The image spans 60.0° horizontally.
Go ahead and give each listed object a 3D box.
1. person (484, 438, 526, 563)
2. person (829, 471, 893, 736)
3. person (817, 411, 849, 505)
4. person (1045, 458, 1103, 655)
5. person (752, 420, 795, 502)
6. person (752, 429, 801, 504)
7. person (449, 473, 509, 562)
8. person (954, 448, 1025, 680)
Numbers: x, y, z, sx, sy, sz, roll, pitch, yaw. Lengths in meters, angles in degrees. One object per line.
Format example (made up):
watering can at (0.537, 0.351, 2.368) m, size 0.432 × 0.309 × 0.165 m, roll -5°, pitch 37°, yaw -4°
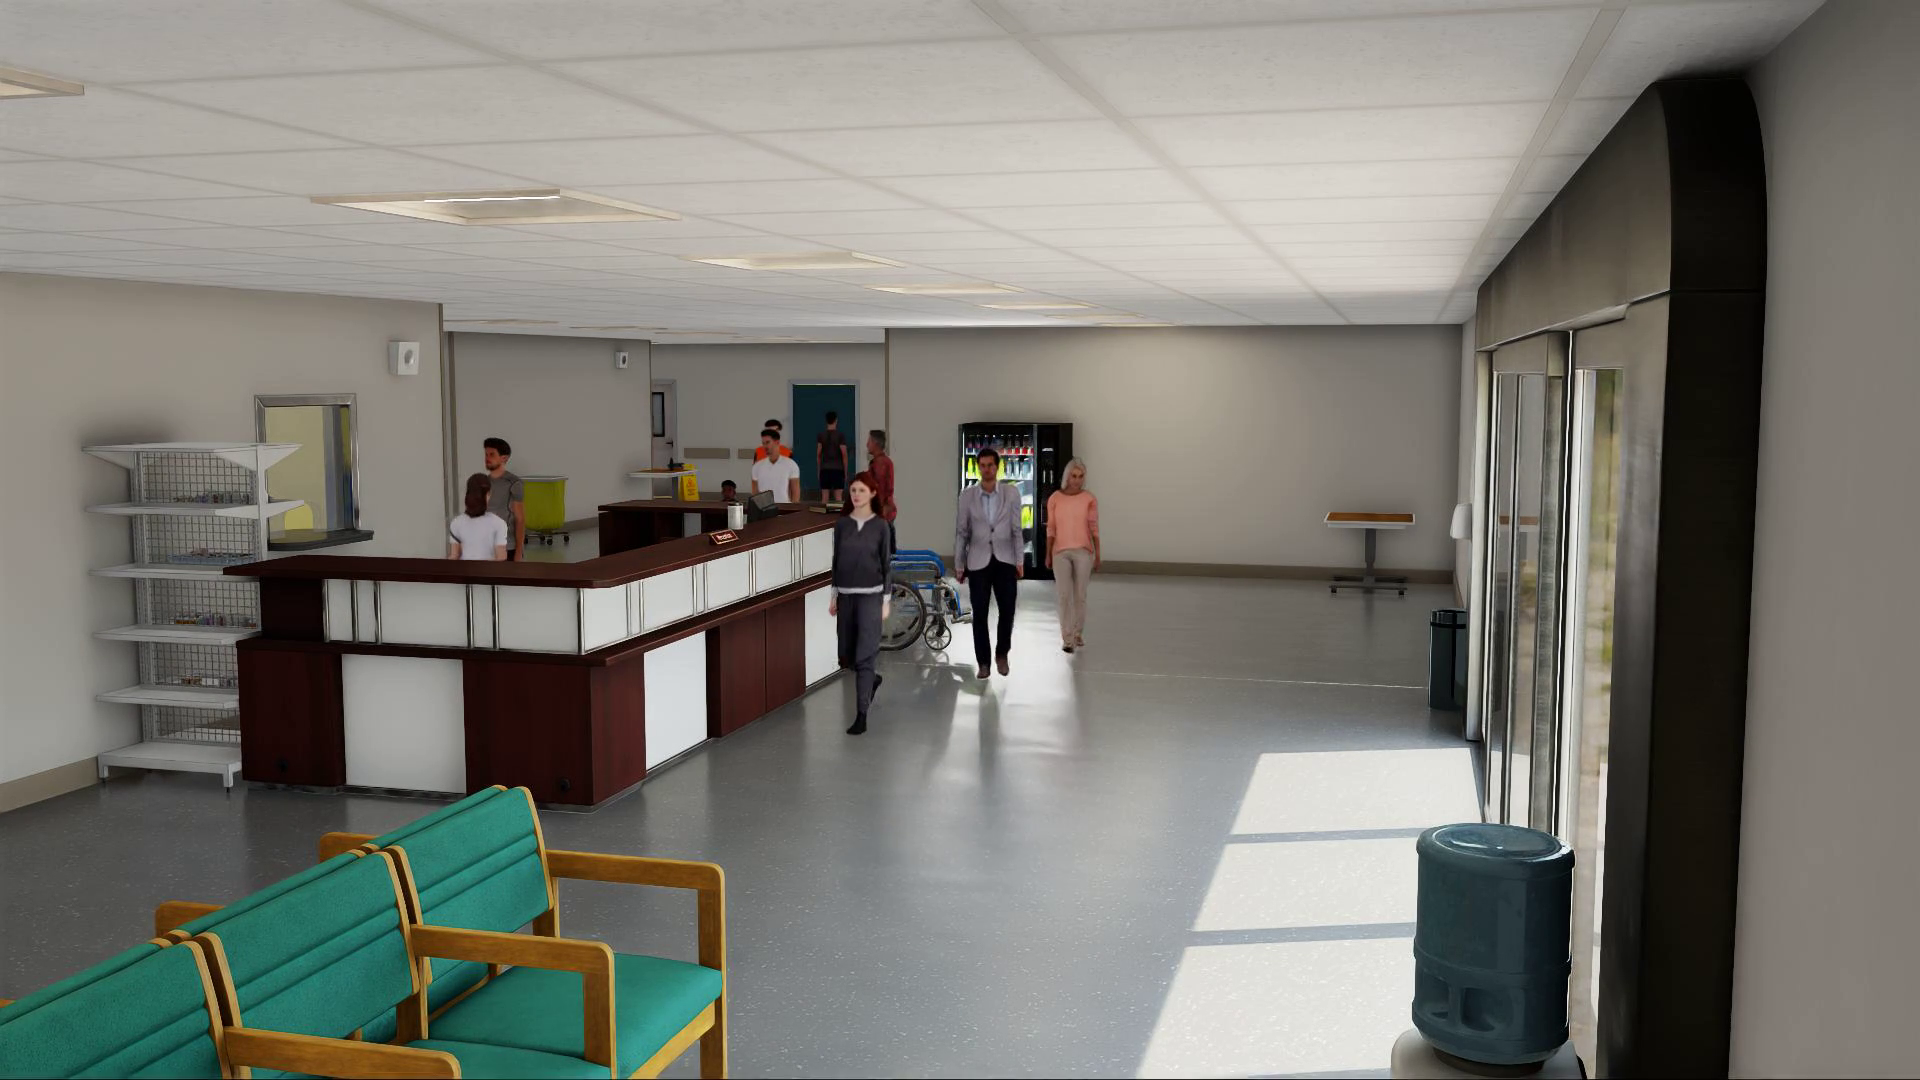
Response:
person at (-3.907, 0.071, 14.150) m, size 0.565 × 1.893 × 0.767 m, roll 3°, pitch 6°, yaw 27°
person at (-0.645, 0.419, 11.310) m, size 0.826 × 1.769 × 0.734 m, roll 2°, pitch 6°, yaw 23°
person at (-1.963, -1.047, 25.473) m, size 0.482 × 1.851 × 0.705 m, roll 2°, pitch 6°, yaw 16°
person at (0.973, 0.152, 14.495) m, size 1.098 × 1.663 × 0.880 m, roll 0°, pitch 6°, yaw 0°
person at (-2.231, -0.505, 20.007) m, size 0.932 × 1.867 × 0.716 m, roll 1°, pitch 6°, yaw 14°
person at (-1.907, -0.235, 17.511) m, size 0.845 × 1.830 × 0.766 m, roll 1°, pitch 6°, yaw 11°
person at (-3.326, 0.422, 11.430) m, size 0.769 × 1.740 × 0.745 m, roll 0°, pitch 6°, yaw -2°
person at (0.256, 0.187, 13.287) m, size 0.626 × 1.835 × 0.814 m, roll 0°, pitch 6°, yaw 4°
